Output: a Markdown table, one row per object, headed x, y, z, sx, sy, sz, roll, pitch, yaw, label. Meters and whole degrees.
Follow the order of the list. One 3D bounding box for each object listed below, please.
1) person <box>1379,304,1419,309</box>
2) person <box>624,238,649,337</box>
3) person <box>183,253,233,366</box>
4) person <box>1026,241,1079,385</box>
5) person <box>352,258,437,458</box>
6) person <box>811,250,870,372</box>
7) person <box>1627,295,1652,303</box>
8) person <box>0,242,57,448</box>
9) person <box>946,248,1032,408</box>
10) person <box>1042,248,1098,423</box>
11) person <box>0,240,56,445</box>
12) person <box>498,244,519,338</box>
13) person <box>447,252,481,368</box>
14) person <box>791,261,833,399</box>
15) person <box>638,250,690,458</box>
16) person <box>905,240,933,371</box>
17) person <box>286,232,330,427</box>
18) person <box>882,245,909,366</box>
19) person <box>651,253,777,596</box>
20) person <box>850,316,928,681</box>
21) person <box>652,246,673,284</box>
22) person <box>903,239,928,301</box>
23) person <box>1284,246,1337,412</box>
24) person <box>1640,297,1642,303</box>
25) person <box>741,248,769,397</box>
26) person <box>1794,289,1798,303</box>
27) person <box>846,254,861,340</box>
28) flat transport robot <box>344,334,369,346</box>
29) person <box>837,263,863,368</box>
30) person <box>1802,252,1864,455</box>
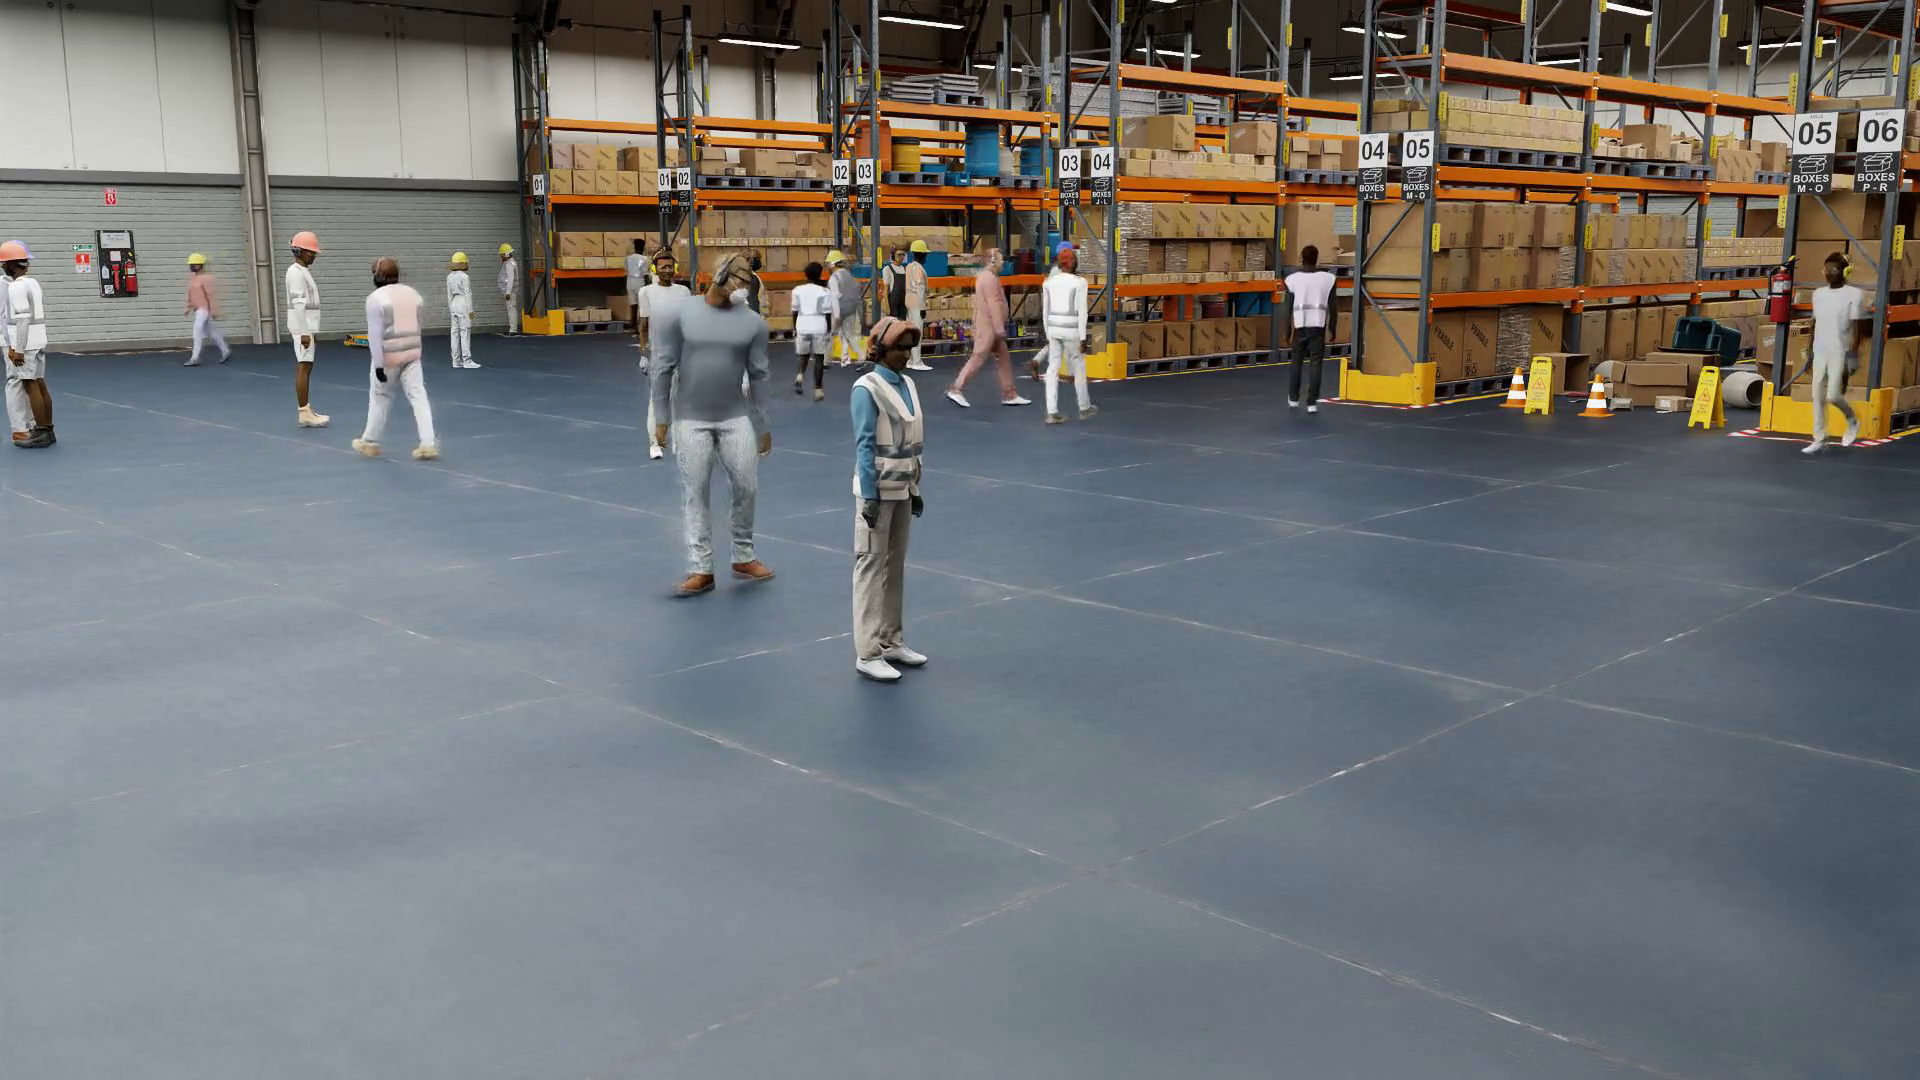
| x | y | z | sx | sy | sz | roll | pitch | yaw | label |
| --- | --- | --- | --- | --- | --- | --- | --- | --- | --- |
| 6.164 | -3.191 | 23.300 | 0.580 | 1.869 | 0.476 | 8 | 13 | 39 | person |
| -6.380 | -5.024 | 33.113 | 0.606 | 1.939 | 0.599 | 4 | 11 | 21 | person |
| -11.750 | -3.594 | 25.873 | 0.523 | 1.729 | 0.866 | 8 | 13 | 38 | person |
| 1.320 | -3.058 | 22.422 | 0.752 | 1.923 | 0.616 | -3 | 11 | -14 | person |
| -5.119 | -1.635 | 15.032 | 0.954 | 1.796 | 0.637 | 7 | 12 | 32 | person |
| -1.741 | -3.367 | 24.470 | 0.880 | 1.791 | 0.572 | 5 | 12 | 26 | person |
| 13.438 | -5.019 | 32.911 | 0.621 | 1.993 | 0.984 | 9 | 14 | 42 | person |
| -8.916 | -1.857 | 15.841 | 0.371 | 1.933 | 0.551 | -2 | 11 | -12 | person |
| 0.314 | -2.492 | 19.530 | 0.988 | 1.867 | 0.637 | 0 | 10 | 1 | person |
| 1.193 | -2.207 | 17.976 | 0.611 | 1.846 | 0.893 | 7 | 12 | 34 | person |
| -9.058 | -1.902 | 16.051 | 0.387 | 1.948 | 0.602 | -2 | 11 | -9 | person |
| -8.913 | -4.923 | 32.850 | 0.404 | 1.830 | 0.588 | -2 | 11 | -12 | person |
| -7.570 | -3.494 | 25.289 | 0.485 | 1.745 | 0.296 | 7 | 13 | 34 | person |
| -1.811 | -2.558 | 20.338 | 0.549 | 1.678 | 0.430 | 3 | 11 | 14 | person |
| -2.650 | -1.685 | 15.082 | 0.533 | 1.870 | 0.315 | -6 | 12 | -31 | person |
| -0.630 | -3.496 | 24.798 | 0.373 | 1.928 | 0.584 | -3 | 11 | -18 | person |
| -6.901 | -2.229 | 17.605 | 0.392 | 2.033 | 0.605 | -3 | 11 | -17 | person |
| -0.961 | -3.589 | 25.531 | 0.345 | 1.846 | 0.508 | 9 | 14 | 40 | person |
| -1.382 | -0.652 | 9.385 | 0.710 | 1.902 | 0.386 | -3 | 11 | -18 | person |
| -0.329 | -0.199 | 7.609 | 0.311 | 1.639 | 0.513 | 4 | 11 | 23 | person |
| -4.131 | -3.198 | 23.388 | 0.381 | 1.858 | 0.519 | -5 | 11 | -23 | person |
| -0.866 | -4.597 | 30.831 | 0.666 | 1.912 | 0.791 | 8 | 13 | 36 | person |
| 4.033 | -2.437 | 19.184 | 0.615 | 1.874 | 0.965 | 2 | 11 | 9 | person |
| 15.788 | -5.998 | 38.698 | 0.589 | 1.834 | 0.403 | -4 | 11 | -19 | person |
| -2.602 | -2.723 | 20.827 | 0.429 | 1.840 | 0.634 | -4 | 11 | -20 | person |
| 16.325 | -4.797 | 32.279 | 0.943 | 1.785 | 0.624 | -3 | 11 | -14 | person |
| -2.060 | -4.632 | 31.795 | 0.282 | 1.633 | 0.498 | -6 | 12 | -28 | person |
| -10.478 | -3.596 | 29.983 | 0.652 | 0.197 | 1.431 | -10 | 14 | -44 | flat transport robot |
| -1.751 | -3.472 | 25.635 | 0.505 | 1.594 | 0.852 | 1 | 10 | 5 | person |
| 8.072 | -1.723 | 15.354 | 0.525 | 1.855 | 0.507 | -5 | 12 | -27 | person |
